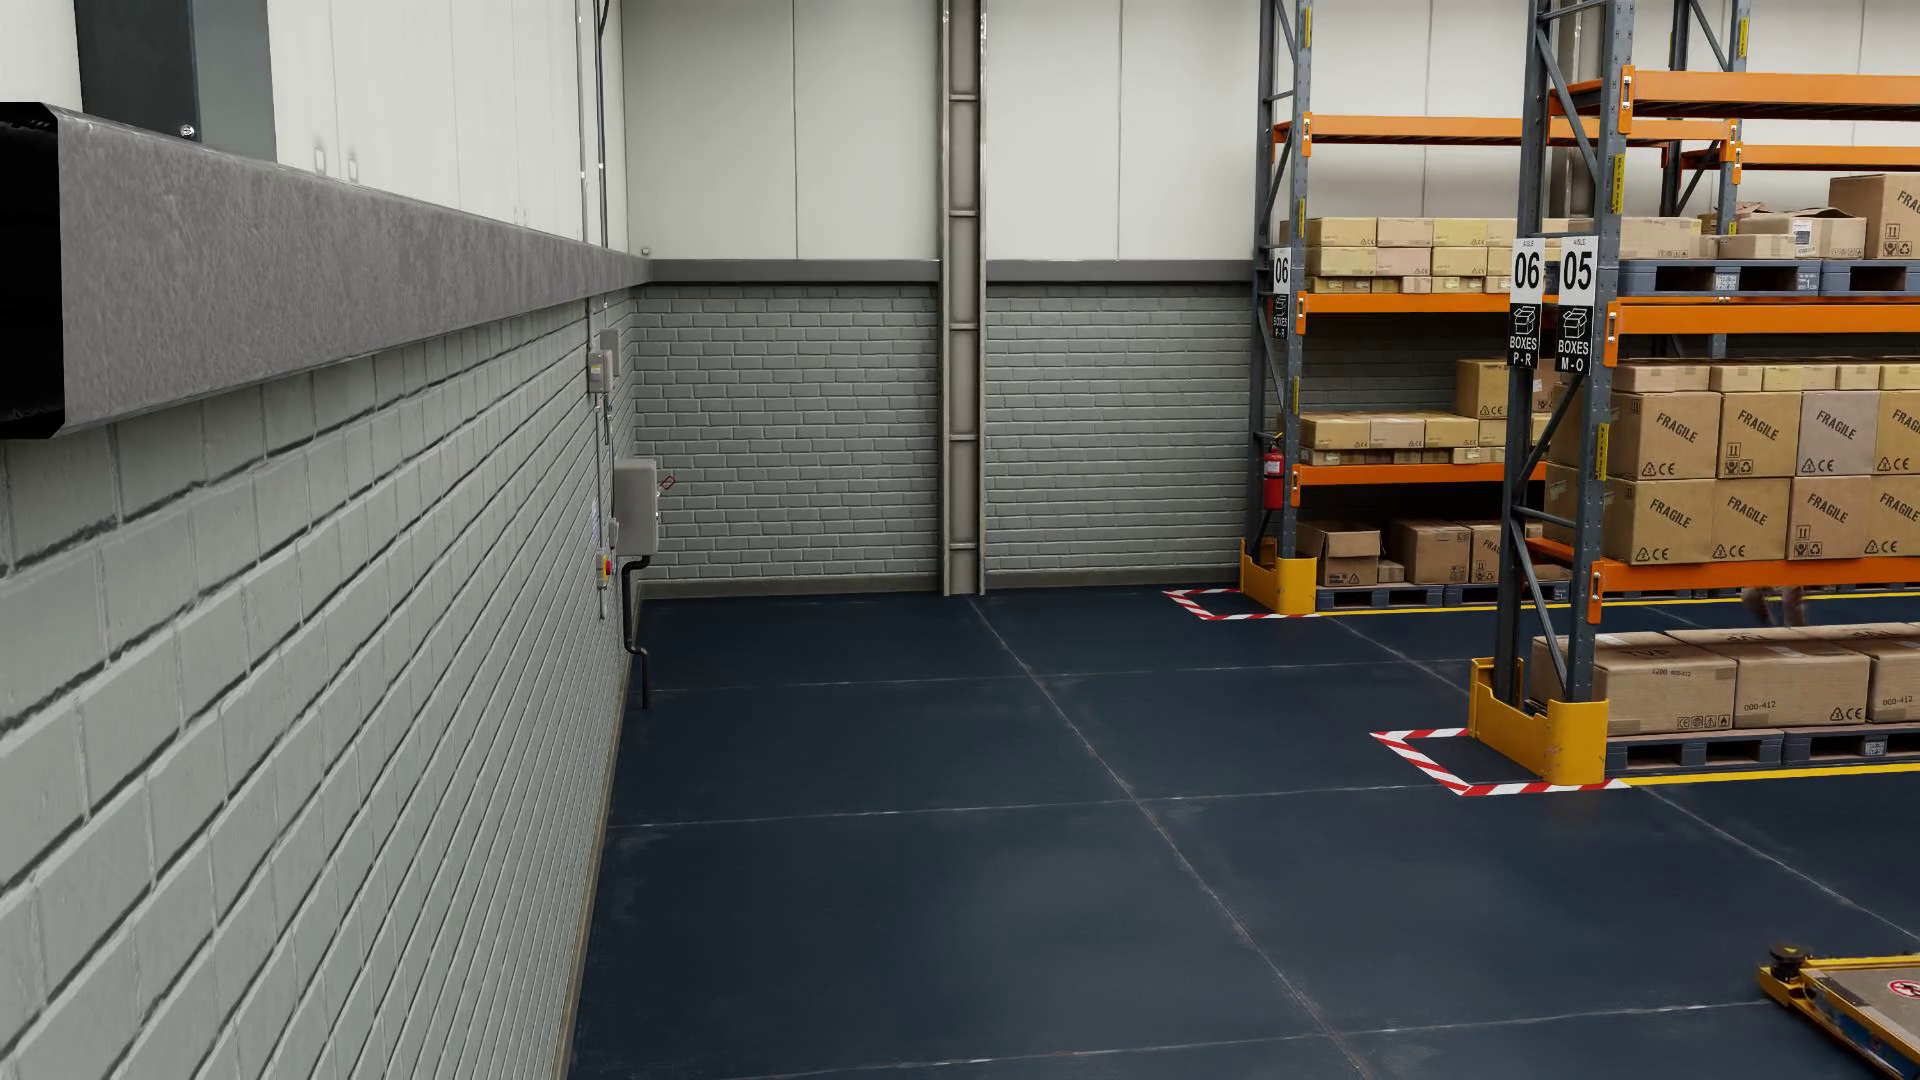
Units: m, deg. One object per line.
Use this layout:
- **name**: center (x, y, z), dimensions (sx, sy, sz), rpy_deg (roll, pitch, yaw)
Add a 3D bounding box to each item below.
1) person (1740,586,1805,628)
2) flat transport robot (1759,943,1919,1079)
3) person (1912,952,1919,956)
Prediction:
- **person**: center (6.100, 0.056, 12.385), dimensions (0.502, 1.968, 0.626), rpy_deg (-6, 11, -32)
- **flat transport robot**: center (3.747, 1.886, 6.305), dimensions (0.652, 0.197, 1.431), rpy_deg (-1, 9, -5)
- **person**: center (4.672, 0.913, 7.017), dimensions (1.015, 2.005, 0.632), rpy_deg (0, 9, -2)
